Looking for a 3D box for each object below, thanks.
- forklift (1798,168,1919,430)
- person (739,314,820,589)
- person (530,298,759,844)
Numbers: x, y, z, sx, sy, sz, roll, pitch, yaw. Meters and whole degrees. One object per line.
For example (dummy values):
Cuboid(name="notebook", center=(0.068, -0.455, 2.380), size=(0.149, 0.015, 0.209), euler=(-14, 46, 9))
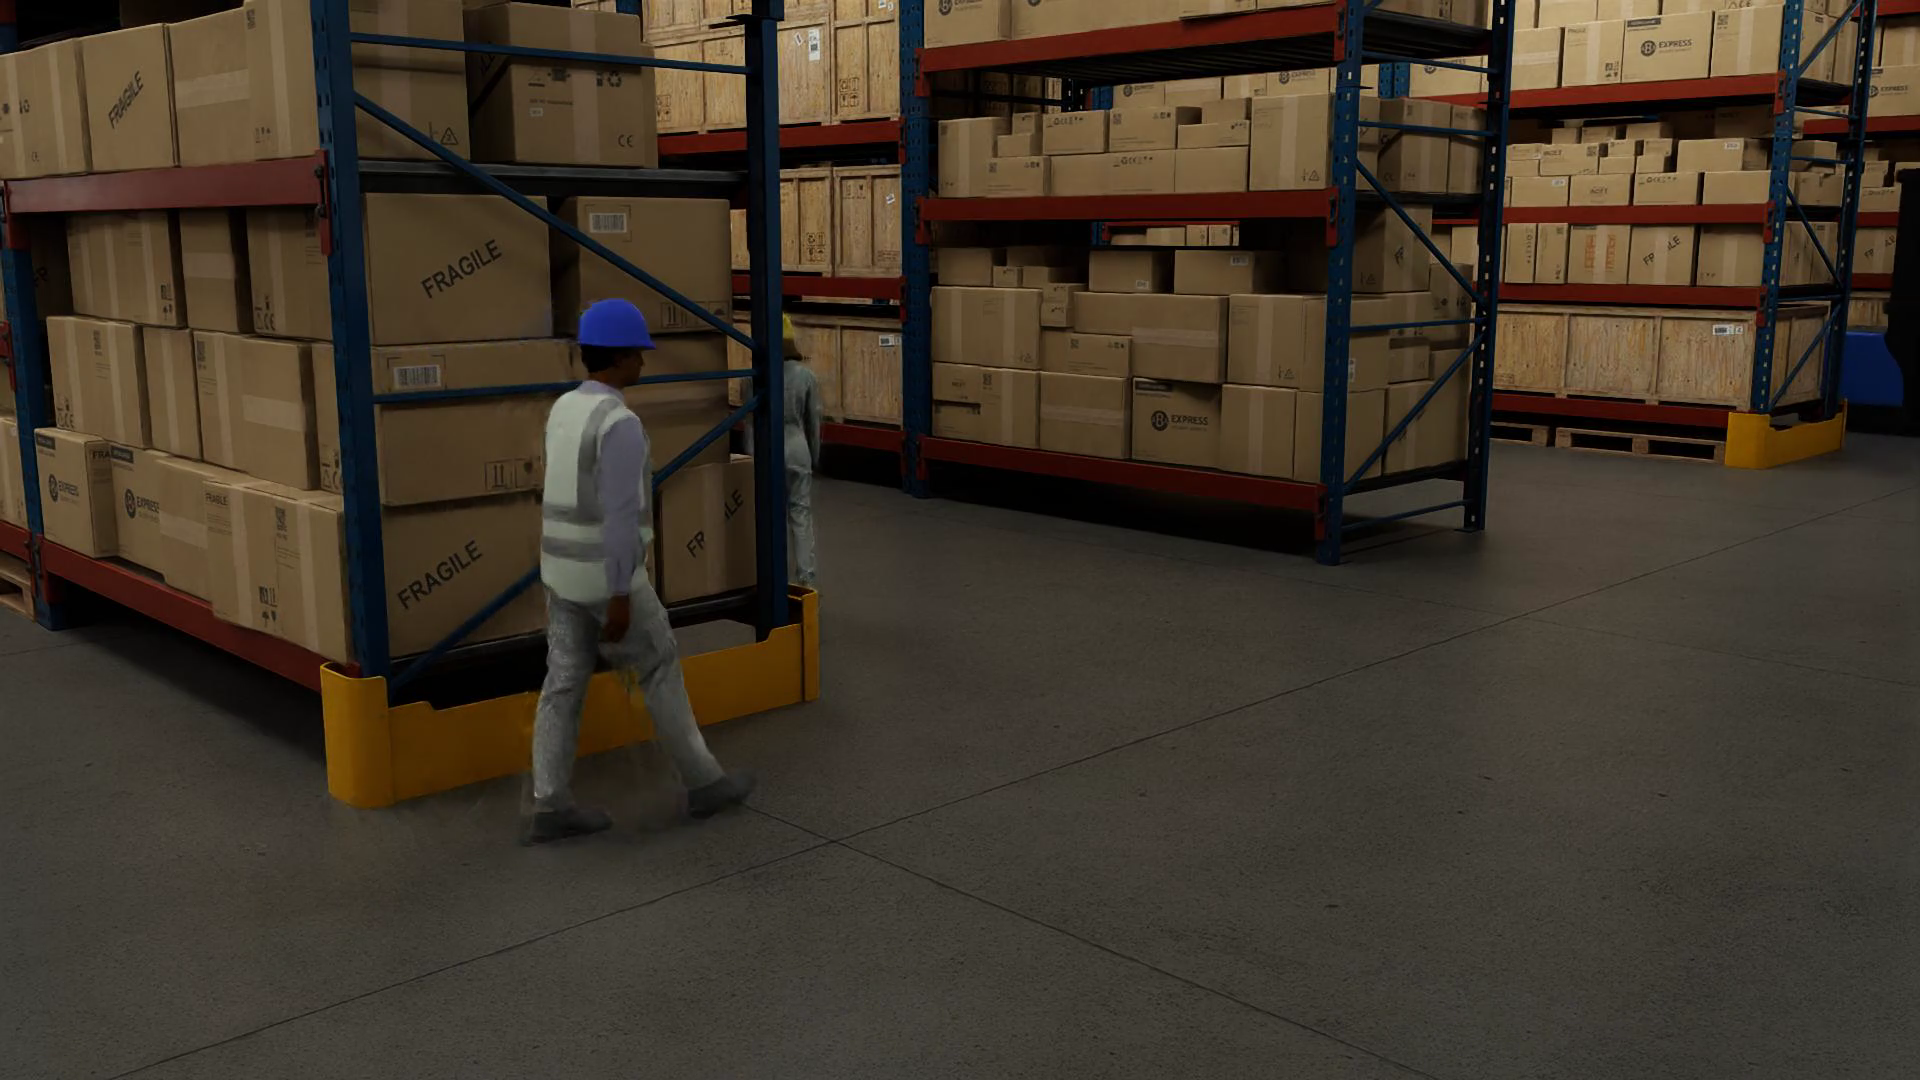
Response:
Cuboid(name="forklift", center=(10.331, -2.592, 17.988), size=(1.129, 2.768, 1.873), euler=(-10, 14, -44))
Cuboid(name="person", center=(-1.030, -0.468, 9.641), size=(0.500, 1.700, 0.912), euler=(-4, 11, -23))
Cuboid(name="person", center=(-1.160, 0.103, 5.946), size=(0.942, 1.905, 0.610), euler=(-9, 14, -40))
